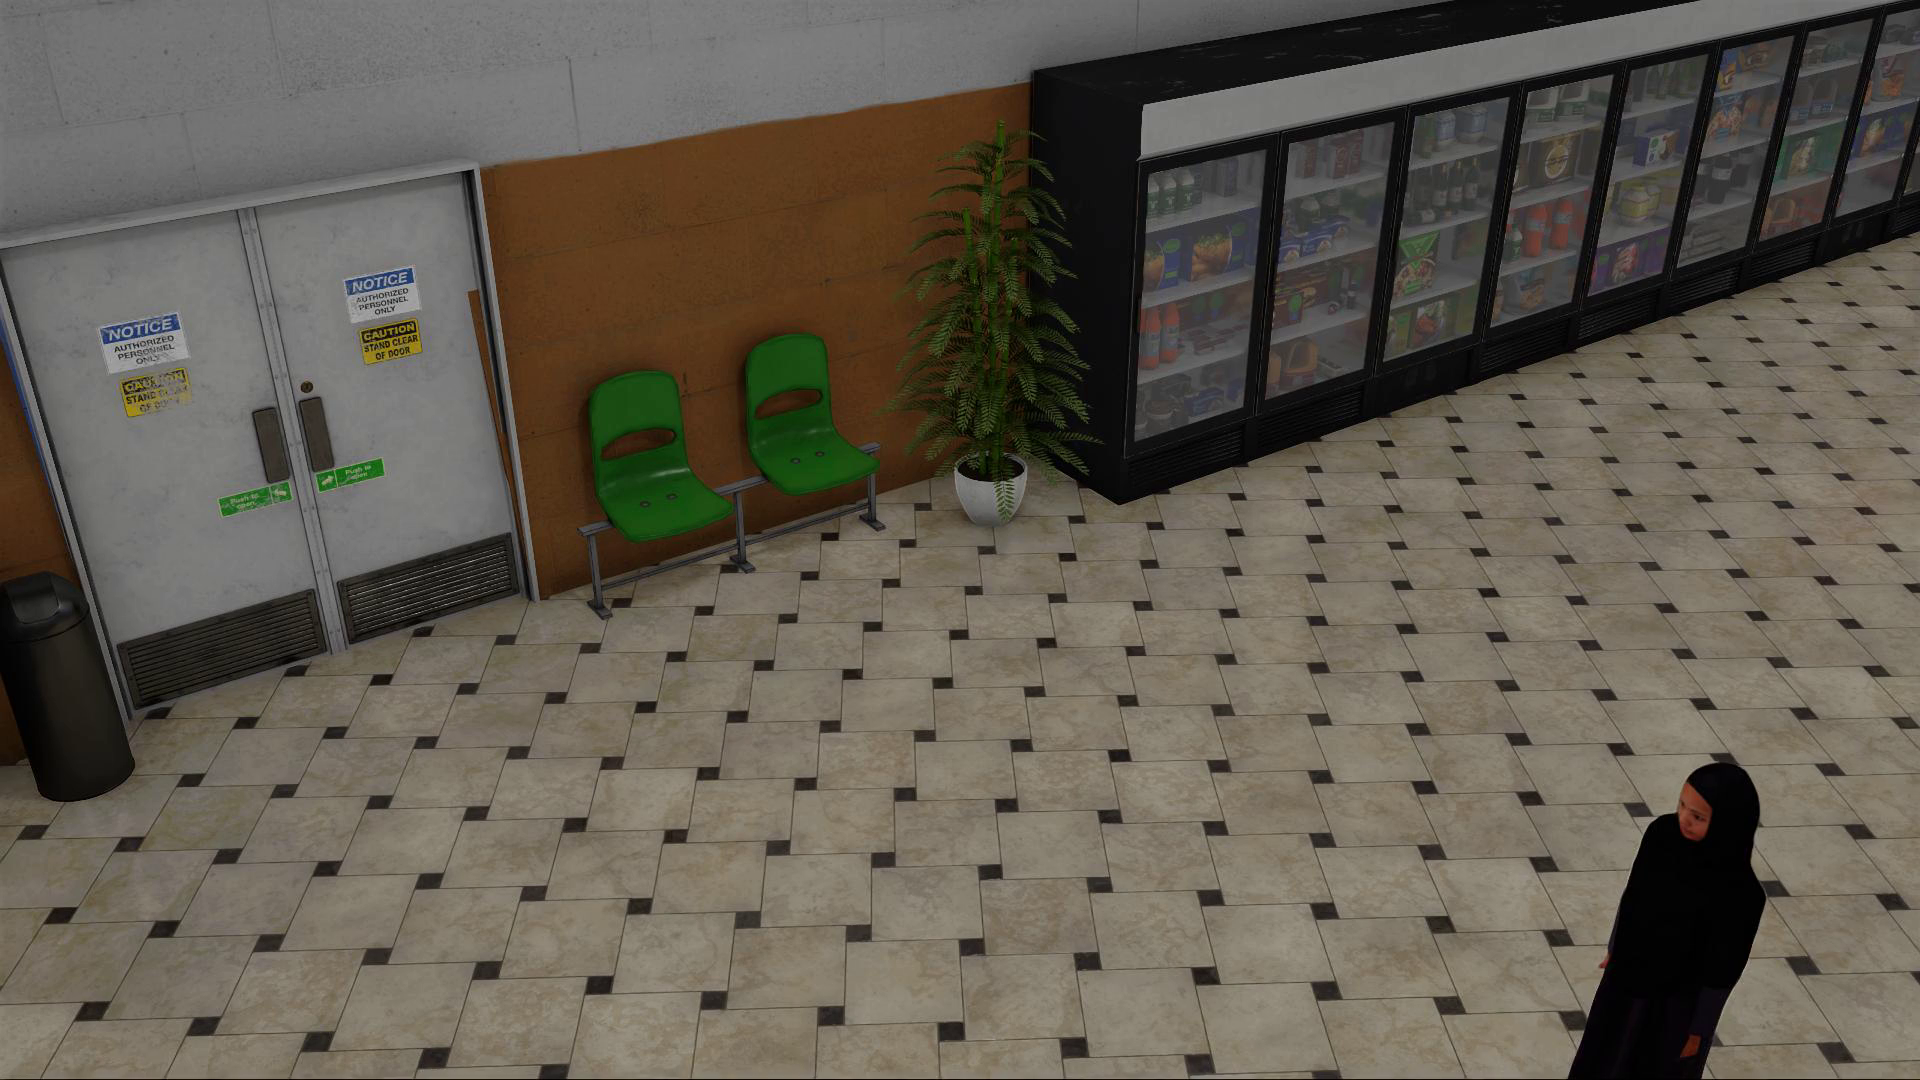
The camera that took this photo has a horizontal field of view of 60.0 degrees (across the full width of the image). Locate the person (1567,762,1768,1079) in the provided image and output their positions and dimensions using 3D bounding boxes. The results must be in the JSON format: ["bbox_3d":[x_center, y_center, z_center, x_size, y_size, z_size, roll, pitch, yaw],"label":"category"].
[{"bbox_3d":[2.140,1.340,5.043,0.725,1.615,0.616,-9,30,-16],"label":"person"}]
